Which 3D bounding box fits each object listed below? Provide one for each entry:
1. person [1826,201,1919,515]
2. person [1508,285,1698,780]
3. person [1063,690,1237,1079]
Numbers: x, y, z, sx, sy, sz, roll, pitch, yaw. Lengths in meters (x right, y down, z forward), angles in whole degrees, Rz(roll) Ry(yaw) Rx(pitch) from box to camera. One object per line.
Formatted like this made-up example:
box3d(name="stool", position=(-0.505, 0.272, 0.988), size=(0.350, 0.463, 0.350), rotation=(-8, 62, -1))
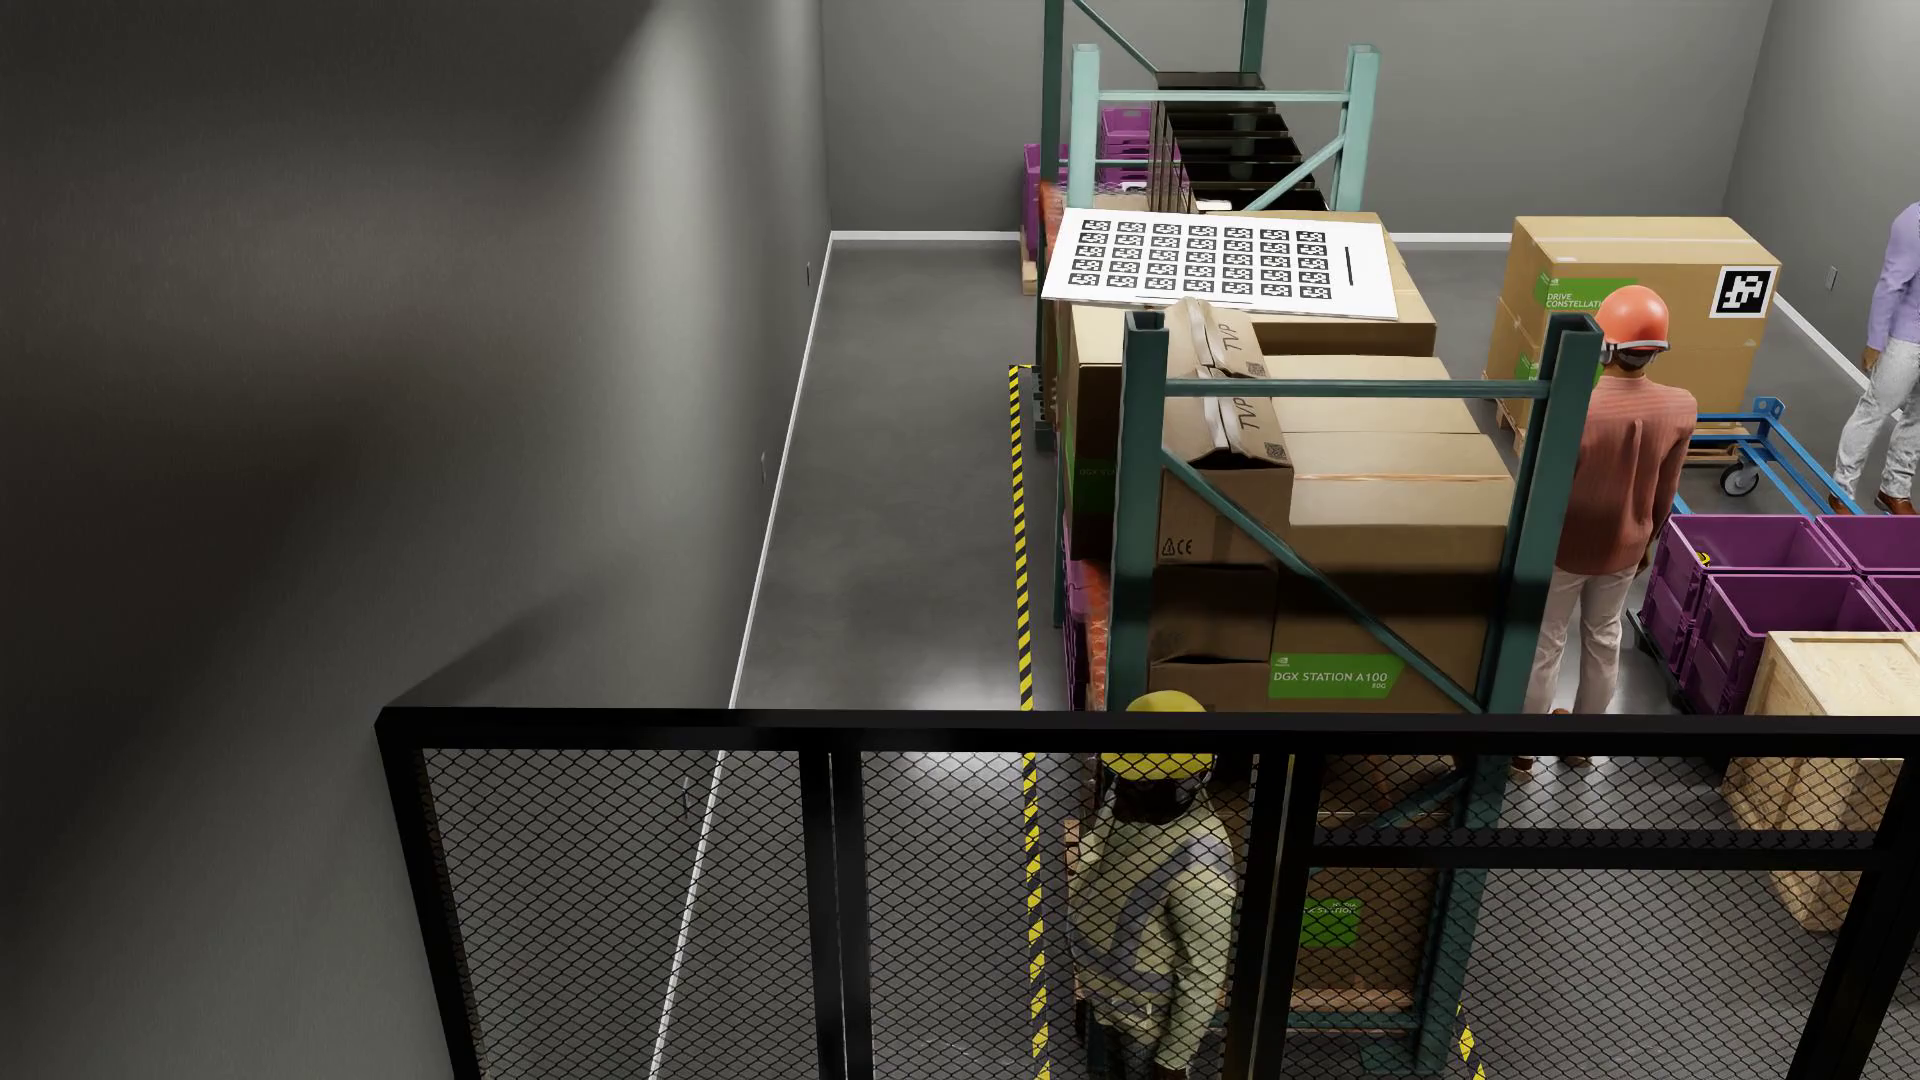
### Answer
box3d(name="person", position=(4.540, -0.940, 7.777), size=(0.630, 1.938, 0.369), rotation=(0, 31, 0))
box3d(name="person", position=(2.309, 0.008, 6.148), size=(0.612, 1.995, 0.382), rotation=(-7, 32, -12))
box3d(name="person", position=(0.476, 1.150, 4.401), size=(0.404, 1.836, 0.600), rotation=(-6, 32, -11))
